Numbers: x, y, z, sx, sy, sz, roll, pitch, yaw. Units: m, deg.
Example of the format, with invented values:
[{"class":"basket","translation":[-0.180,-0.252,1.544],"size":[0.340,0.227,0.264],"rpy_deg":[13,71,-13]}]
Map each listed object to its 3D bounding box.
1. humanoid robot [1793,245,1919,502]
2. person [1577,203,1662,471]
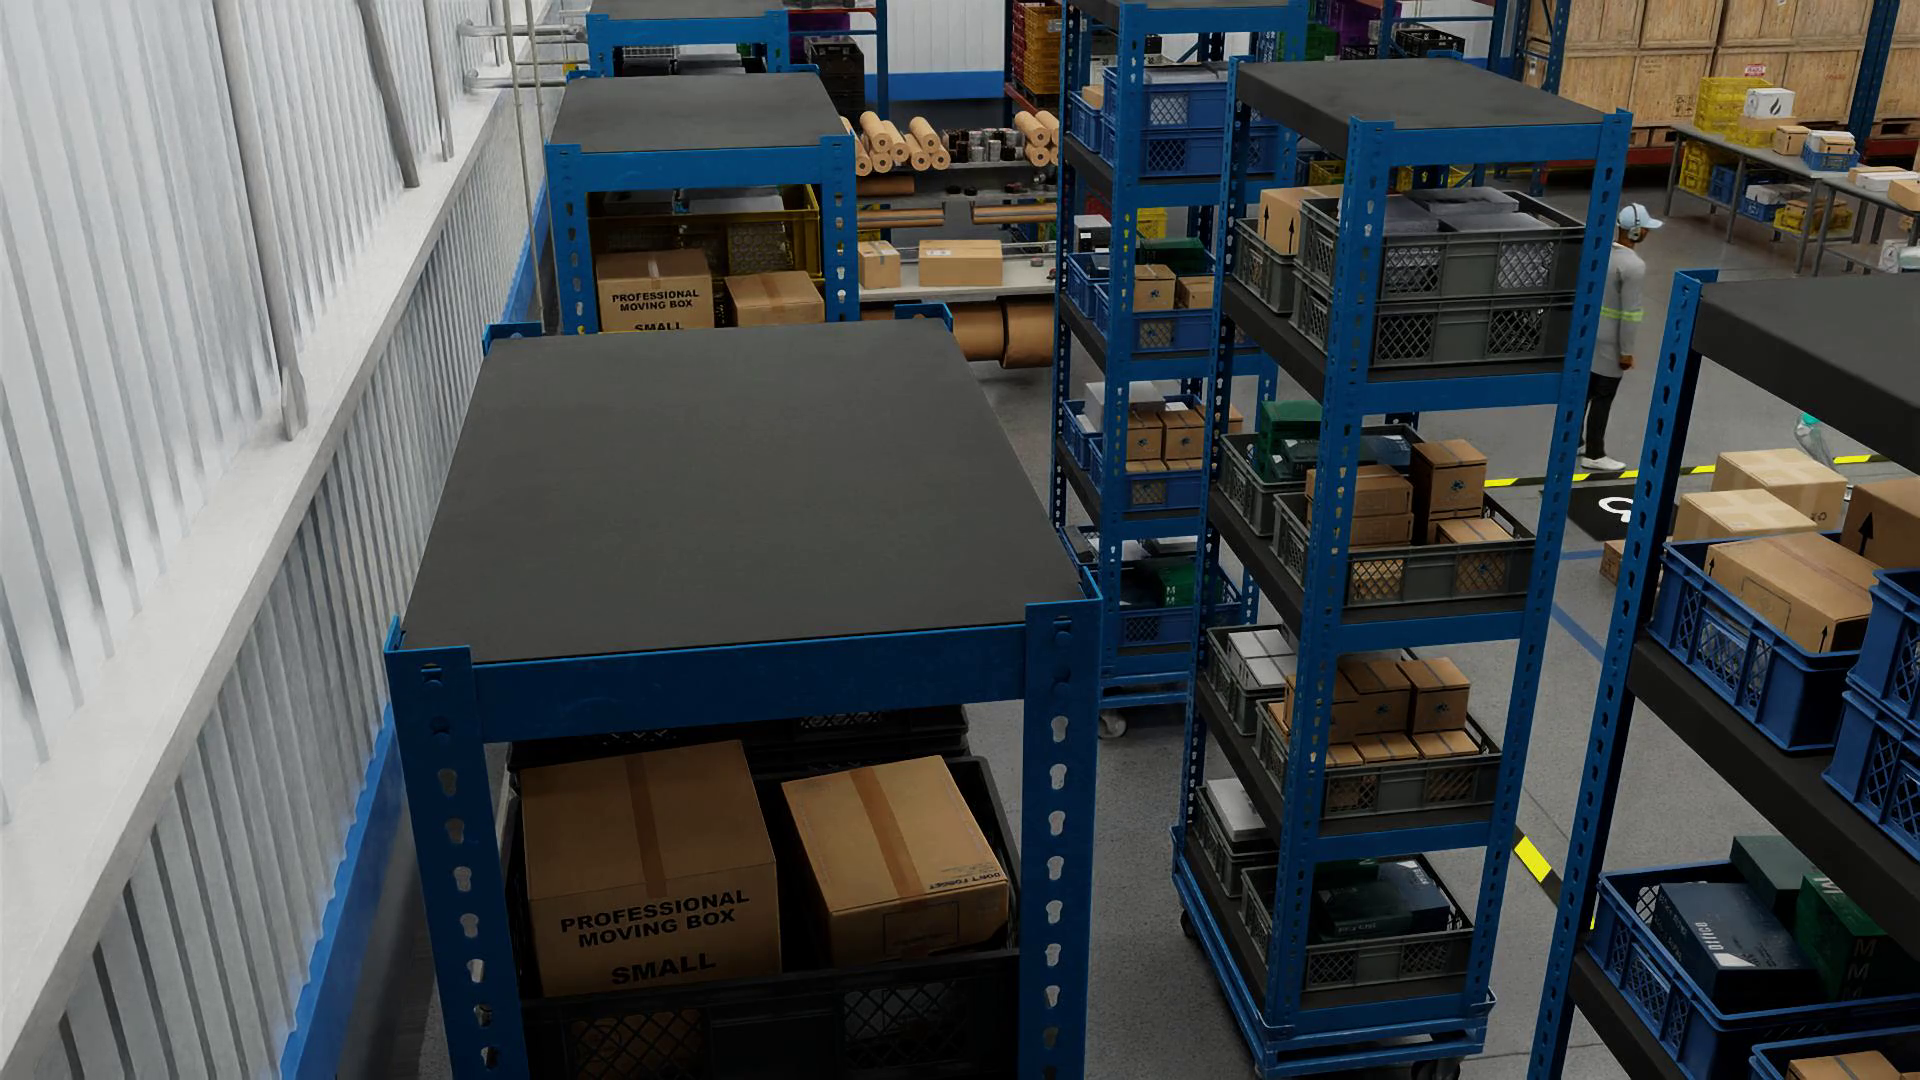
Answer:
[{"class":"humanoid robot","translation":[5.770,-1.105,10.779],"size":[0.735,1.681,0.533],"rpy_deg":[15,28,29]},{"class":"person","translation":[4.488,-1.399,11.445],"size":[0.399,1.852,0.589],"rpy_deg":[-4,25,-8]}]
